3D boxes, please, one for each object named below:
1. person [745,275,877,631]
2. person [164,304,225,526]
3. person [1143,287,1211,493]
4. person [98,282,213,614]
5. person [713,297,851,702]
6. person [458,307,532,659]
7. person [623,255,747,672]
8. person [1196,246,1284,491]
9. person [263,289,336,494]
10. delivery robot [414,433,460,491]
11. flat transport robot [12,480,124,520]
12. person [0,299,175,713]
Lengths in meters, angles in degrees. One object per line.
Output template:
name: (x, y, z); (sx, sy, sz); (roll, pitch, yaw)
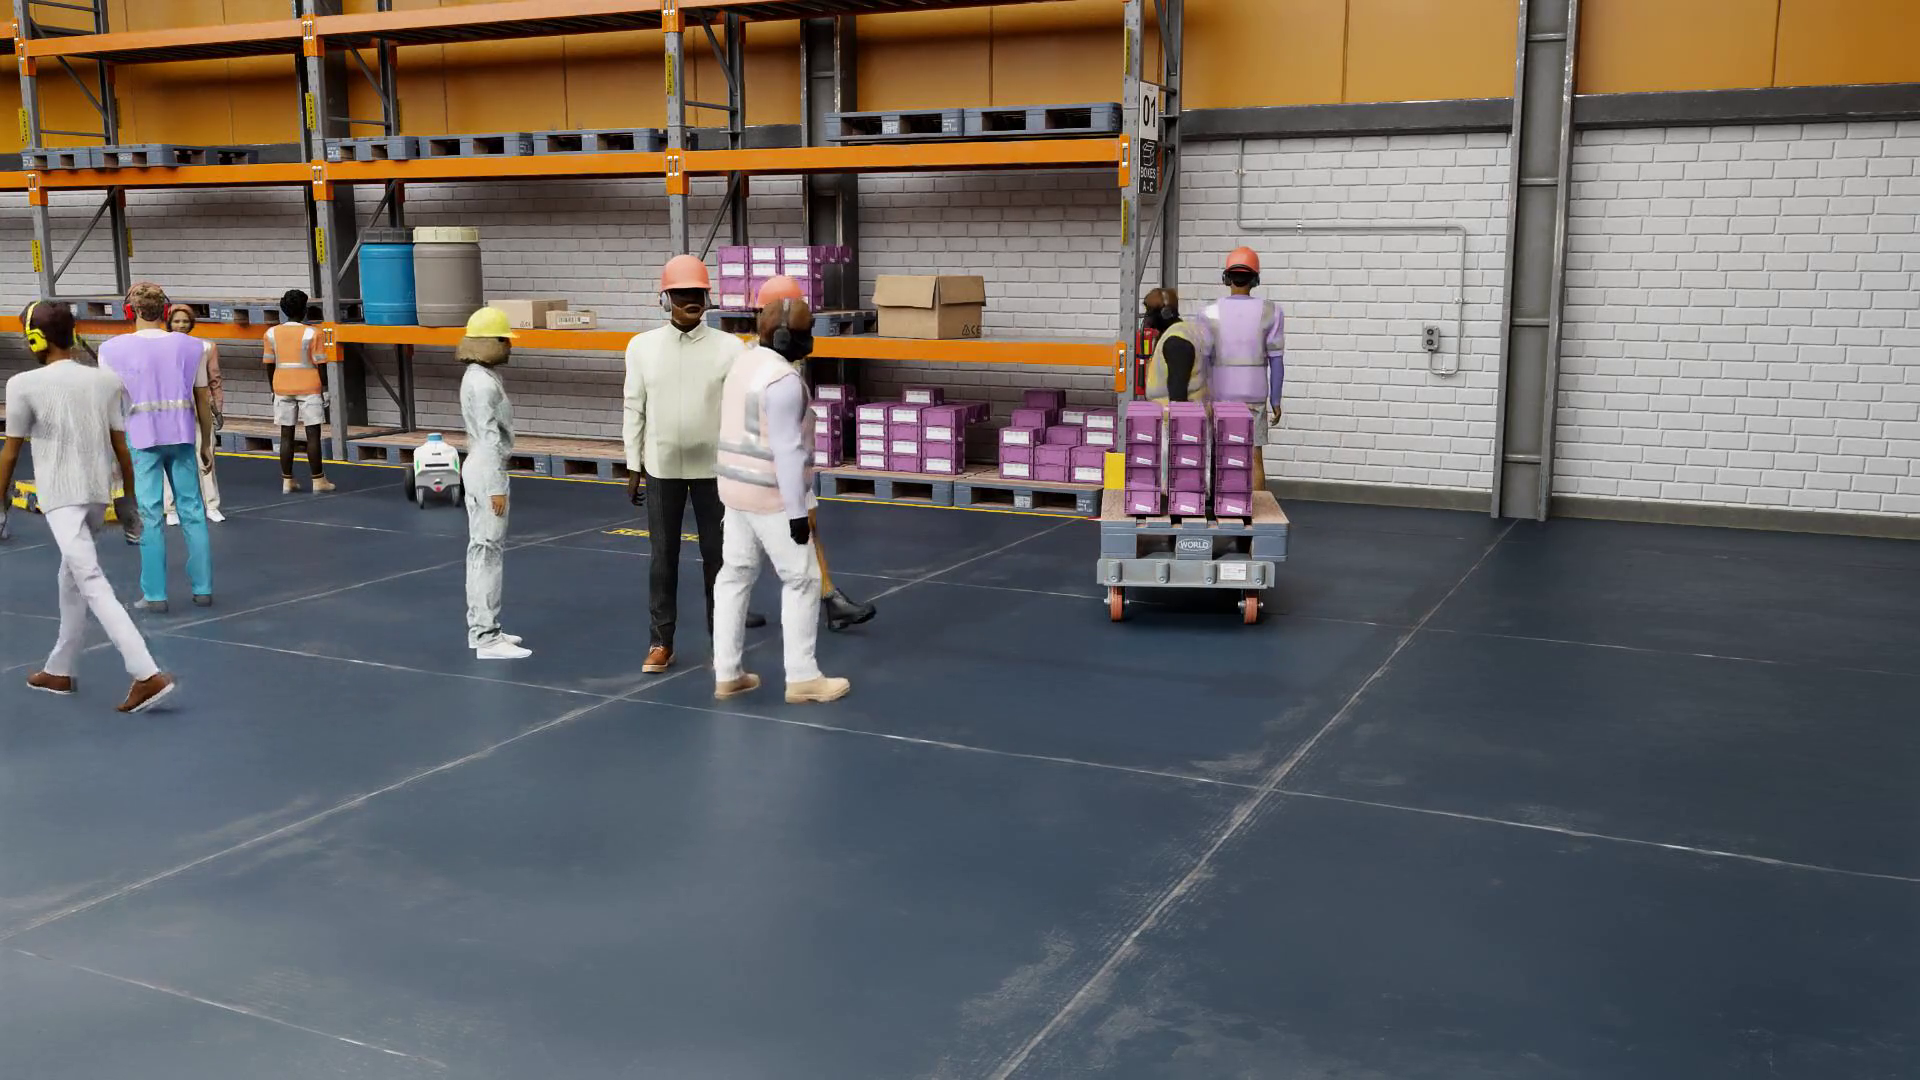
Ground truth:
person: (-0.927, -0.430, 8.723); (0.966, 1.878, 0.542); (6, 11, 29)
person: (-5.707, -0.921, 12.271); (0.511, 1.630, 0.317); (-7, 12, -33)
person: (1.612, -0.853, 11.491); (0.939, 1.786, 0.634); (0, 10, -2)
person: (-4.460, -0.509, 9.285); (0.567, 1.844, 0.377); (-9, 14, -43)
person: (-0.832, -0.170, 7.451); (0.580, 1.814, 0.629); (-6, 11, -30)
person: (-2.324, -0.284, 8.300); (0.333, 1.738, 0.492); (-4, 11, -21)
person: (-1.304, -0.356, 7.973); (0.611, 1.997, 0.375); (-1, 10, -4)
person: (1.926, -1.000, 11.531); (0.611, 2.042, 0.394); (1, 10, 8)
person: (-5.490, -1.227, 13.819); (0.539, 1.695, 0.318); (1, 10, 6)
delivery robot: (-4.187, -0.612, 13.296); (0.477, 0.478, 0.707); (-3, 10, -18)
flat transport robot: (-6.683, -0.336, 12.801); (1.431, 0.197, 0.652); (8, 13, 39)
person: (-3.892, -0.150, 7.349); (1.000, 1.817, 0.536); (5, 11, 26)
